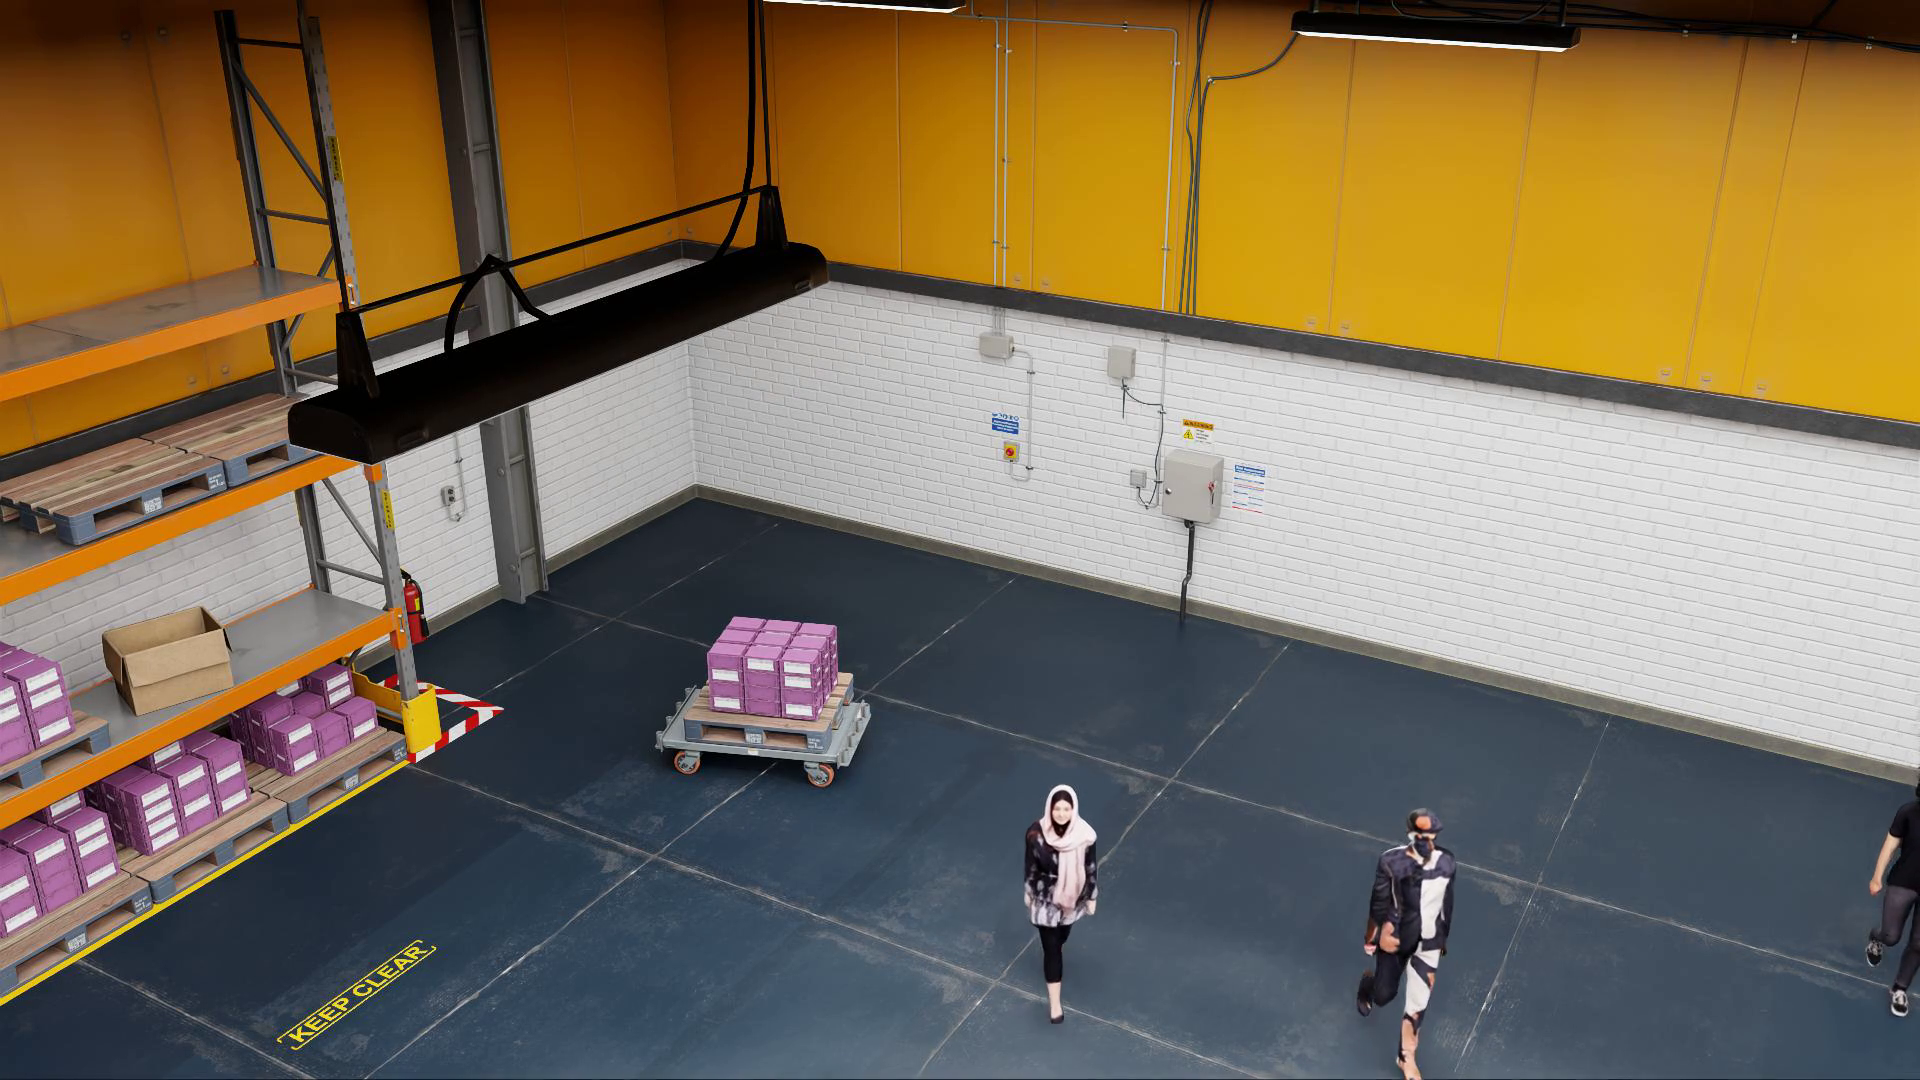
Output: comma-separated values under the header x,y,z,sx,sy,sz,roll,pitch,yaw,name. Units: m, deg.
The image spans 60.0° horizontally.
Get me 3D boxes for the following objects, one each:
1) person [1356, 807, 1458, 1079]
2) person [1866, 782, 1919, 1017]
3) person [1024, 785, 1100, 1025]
x,y,z,sx,sy,sz,roll,pitch,yaw,name
2.772,2.450,10.371,1.013,1.874,1.138,-2,24,-4,person
6.306,2.224,10.964,0.752,1.815,0.871,8,25,17,person
0.663,2.307,11.054,0.998,1.590,1.168,-1,24,-3,person
